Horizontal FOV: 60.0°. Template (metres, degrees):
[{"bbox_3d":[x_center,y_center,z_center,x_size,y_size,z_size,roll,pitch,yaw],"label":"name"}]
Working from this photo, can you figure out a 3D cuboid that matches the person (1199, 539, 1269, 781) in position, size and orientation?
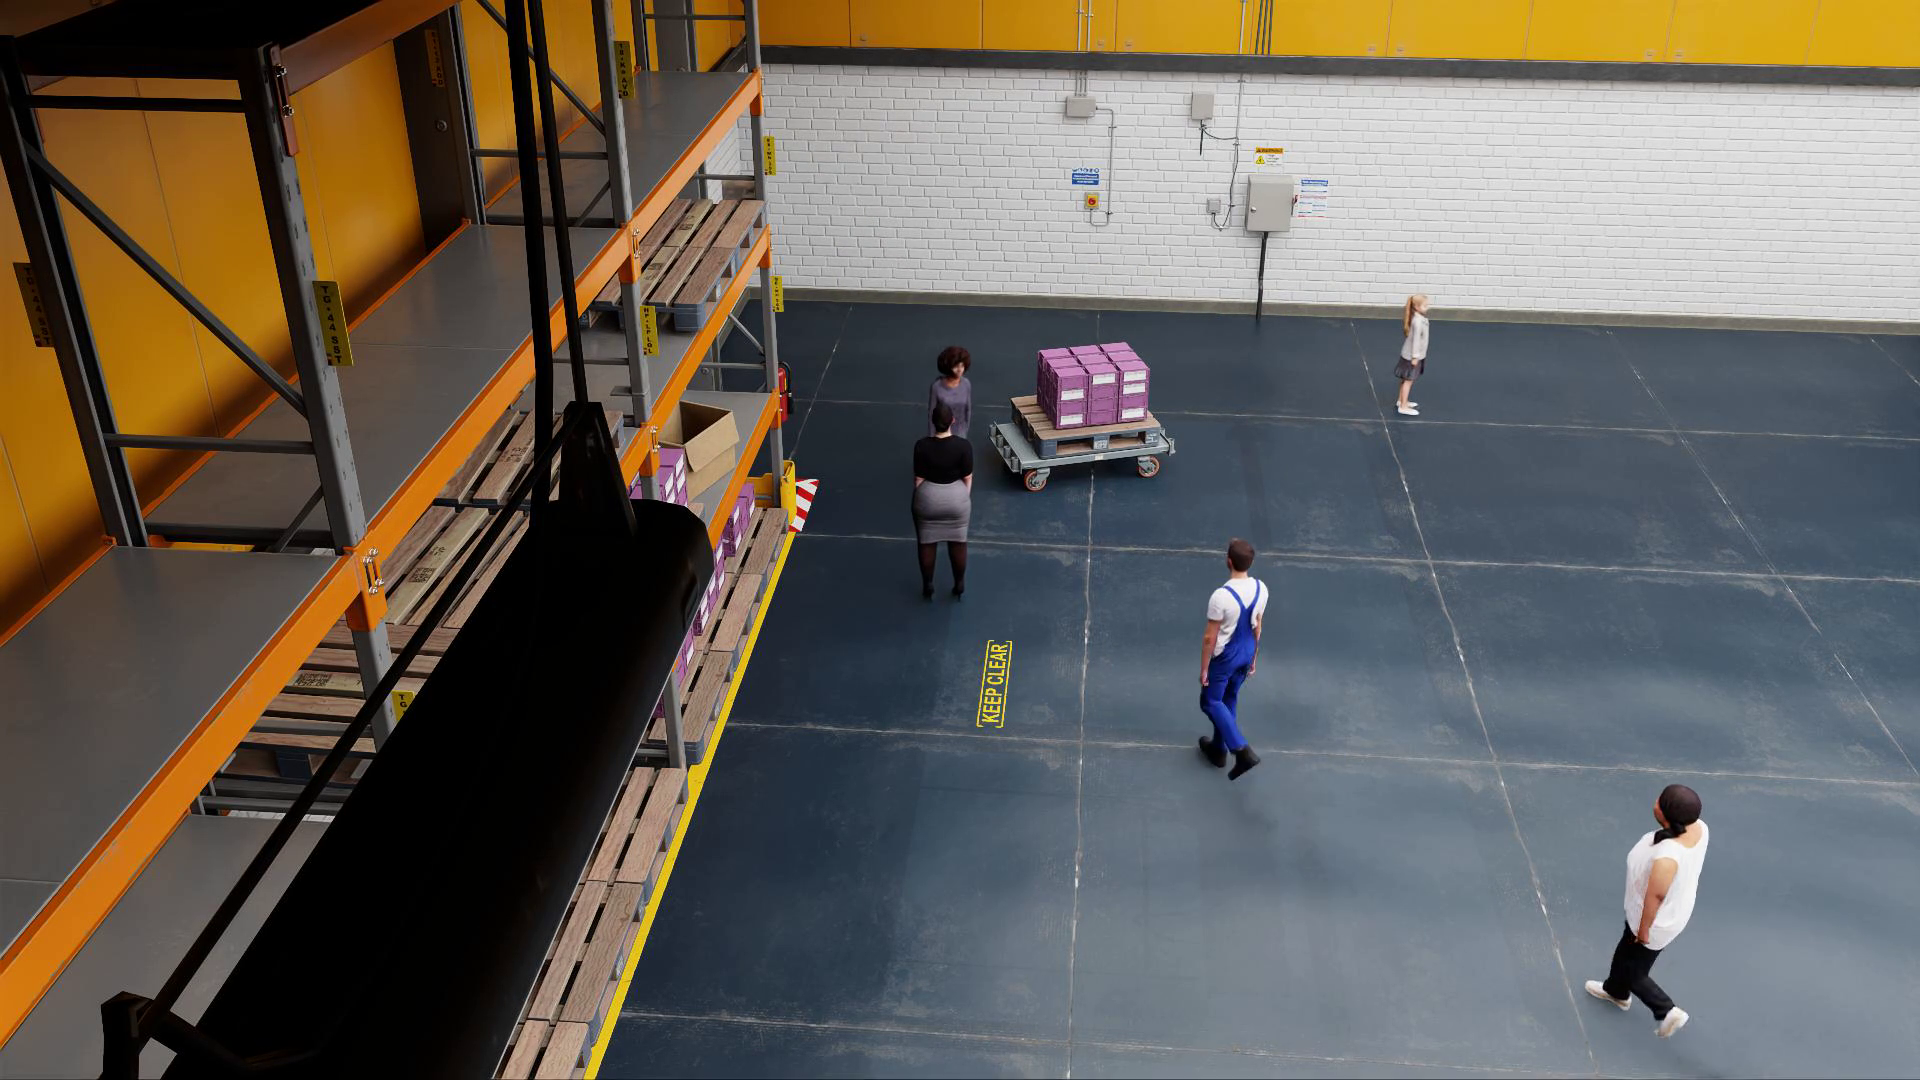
[{"bbox_3d":[1.910,0.875,11.515,0.936,1.830,1.090,-13,31,-23],"label":"person"}]

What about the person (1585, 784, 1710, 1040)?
[{"bbox_3d":[3.972,2.109,9.418,0.948,1.672,0.992,-25,37,-38],"label":"person"}]

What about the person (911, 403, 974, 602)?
[{"bbox_3d":[-0.147,-0.300,13.746,0.717,1.757,0.684,-3,29,-5],"label":"person"}]

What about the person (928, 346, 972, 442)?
[{"bbox_3d":[-0.142,-0.961,15.046,0.827,1.672,1.170,-6,29,-11],"label":"person"}]

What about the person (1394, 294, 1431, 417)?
[{"bbox_3d":[4.699,-1.946,17.266,0.581,1.275,0.482,6,29,10],"label":"person"}]
